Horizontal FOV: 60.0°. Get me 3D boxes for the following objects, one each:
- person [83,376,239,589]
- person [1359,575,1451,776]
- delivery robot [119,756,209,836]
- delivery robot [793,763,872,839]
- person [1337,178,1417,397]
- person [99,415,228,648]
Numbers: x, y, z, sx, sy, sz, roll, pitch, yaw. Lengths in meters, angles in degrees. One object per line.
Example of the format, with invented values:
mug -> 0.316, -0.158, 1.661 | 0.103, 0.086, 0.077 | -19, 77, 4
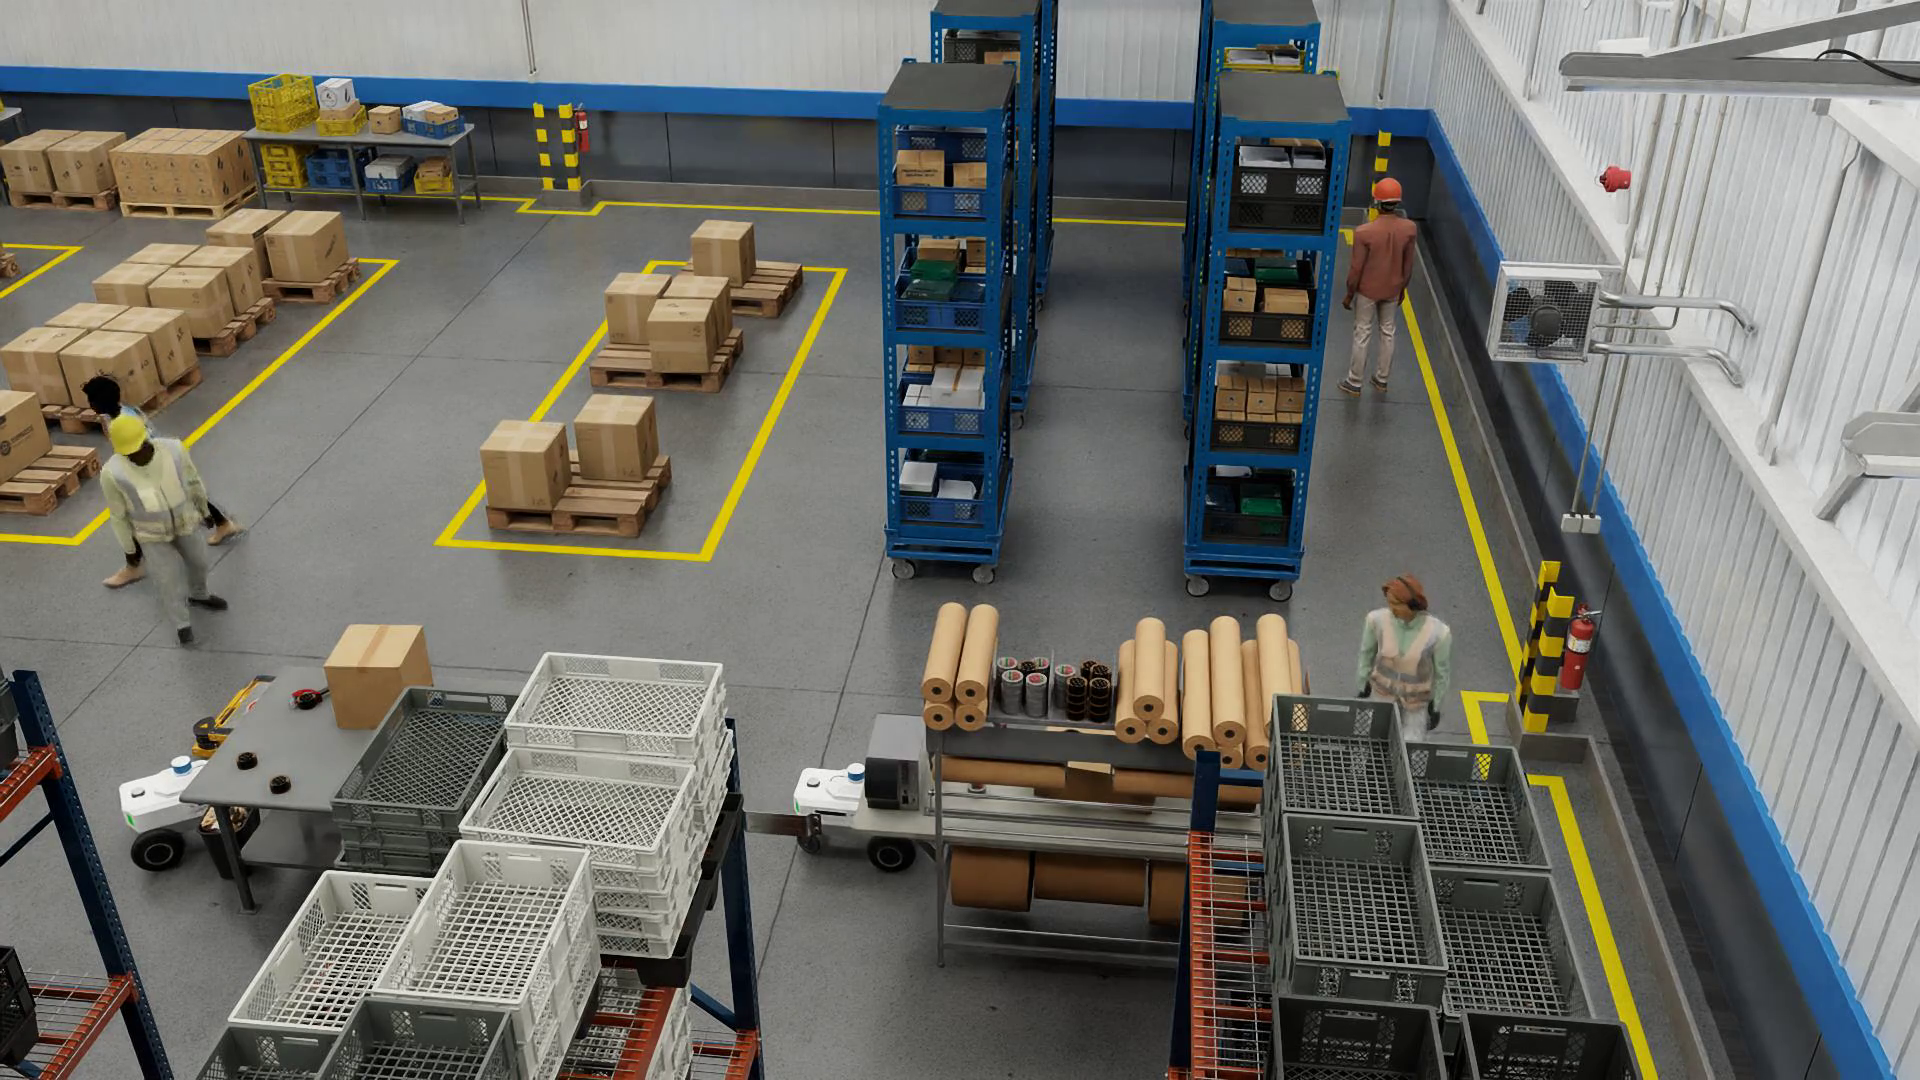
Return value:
person -> -5.923, -0.521, 12.218 | 1.020, 1.615, 0.542 | -21, 36, -31
person -> 2.591, 0.912, 9.761 | 0.532, 1.611, 0.441 | 16, 34, 26
delivery robot -> -4.501, 1.483, 9.729 | 0.707, 0.478, 0.477 | -15, 33, -24
delivery robot -> -0.598, 1.518, 9.668 | 0.707, 0.478, 0.477 | 4, 31, 7
person -> 3.707, -2.239, 14.792 | 0.608, 1.995, 0.377 | -8, 31, -13
person -> -5.455, -0.118, 11.359 | 0.649, 1.790, 0.636 | -27, 39, -38
